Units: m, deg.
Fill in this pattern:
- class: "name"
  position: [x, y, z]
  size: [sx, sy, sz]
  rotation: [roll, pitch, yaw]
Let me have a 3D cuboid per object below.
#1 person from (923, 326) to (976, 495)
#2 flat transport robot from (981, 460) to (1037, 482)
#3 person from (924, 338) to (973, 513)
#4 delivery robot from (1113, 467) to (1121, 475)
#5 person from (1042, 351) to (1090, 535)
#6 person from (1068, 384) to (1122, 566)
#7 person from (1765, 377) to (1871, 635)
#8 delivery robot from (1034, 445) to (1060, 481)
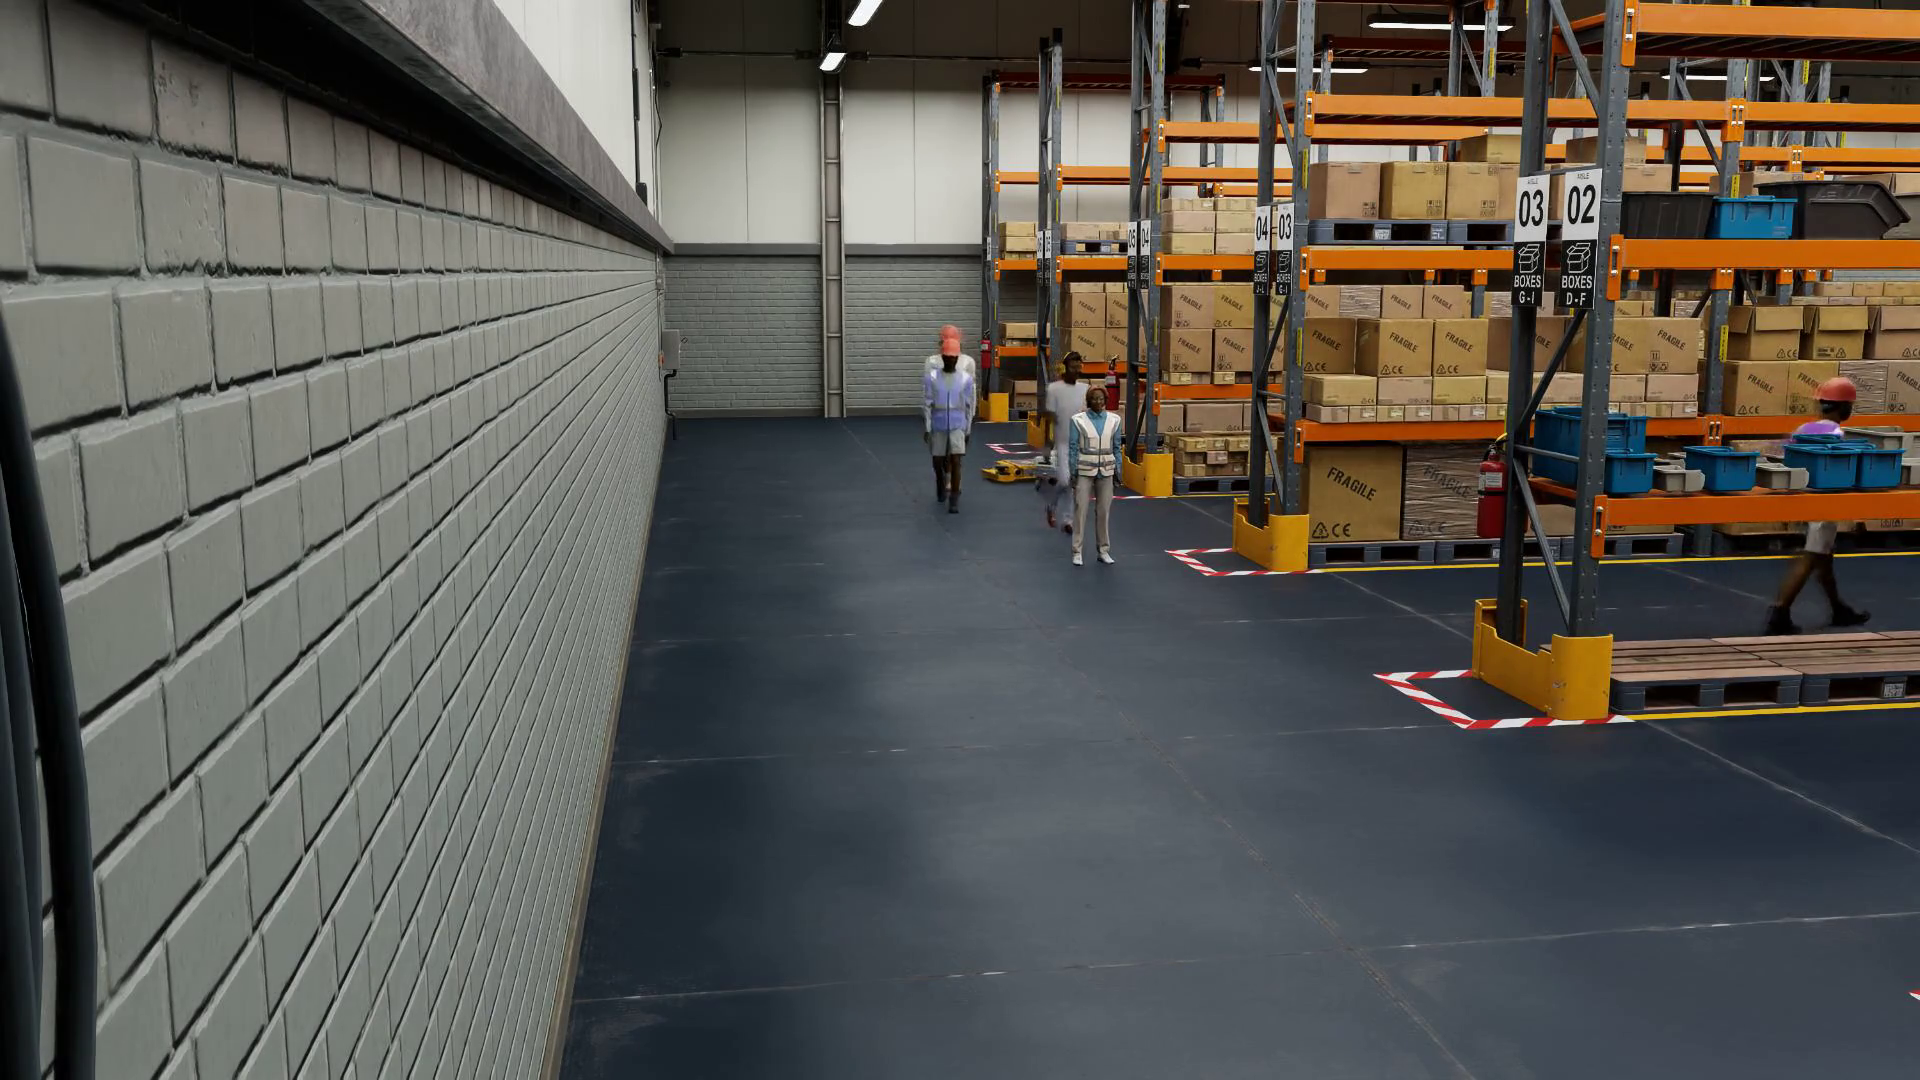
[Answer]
- class: "person"
  position: [-0.121, -1.517, 19.648]
  size: [0.633, 1.985, 1.001]
  rotation: [0, 9, 1]
- class: "flat transport robot"
  position: [1.051, -0.903, 21.162]
  size: [1.431, 0.197, 0.652]
  rotation: [-3, 10, -18]
- class: "person"
  position: [-0.126, -1.276, 18.380]
  size: [0.552, 1.923, 0.695]
  rotation: [0, 9, 0]
- class: "delivery robot"
  position: [1.648, -0.991, 20.542]
  size: [0.477, 0.478, 0.707]
  rotation: [-9, 13, -44]
- class: "person"
  position: [1.083, -0.968, 16.676]
  size: [0.550, 1.855, 0.440]
  rotation: [-5, 11, -29]
- class: "person"
  position: [1.220, -0.590, 15.016]
  size: [0.515, 1.640, 0.315]
  rotation: [-2, 9, -14]
- class: "person"
  position: [6.322, -0.245, 12.162]
  size: [1.007, 1.884, 0.569]
  rotation: [-3, 10, -16]
- class: "delivery robot"
  position: [1.201, -0.933, 20.181]
  size: [0.477, 0.478, 0.707]
  rotation: [6, 11, 33]
